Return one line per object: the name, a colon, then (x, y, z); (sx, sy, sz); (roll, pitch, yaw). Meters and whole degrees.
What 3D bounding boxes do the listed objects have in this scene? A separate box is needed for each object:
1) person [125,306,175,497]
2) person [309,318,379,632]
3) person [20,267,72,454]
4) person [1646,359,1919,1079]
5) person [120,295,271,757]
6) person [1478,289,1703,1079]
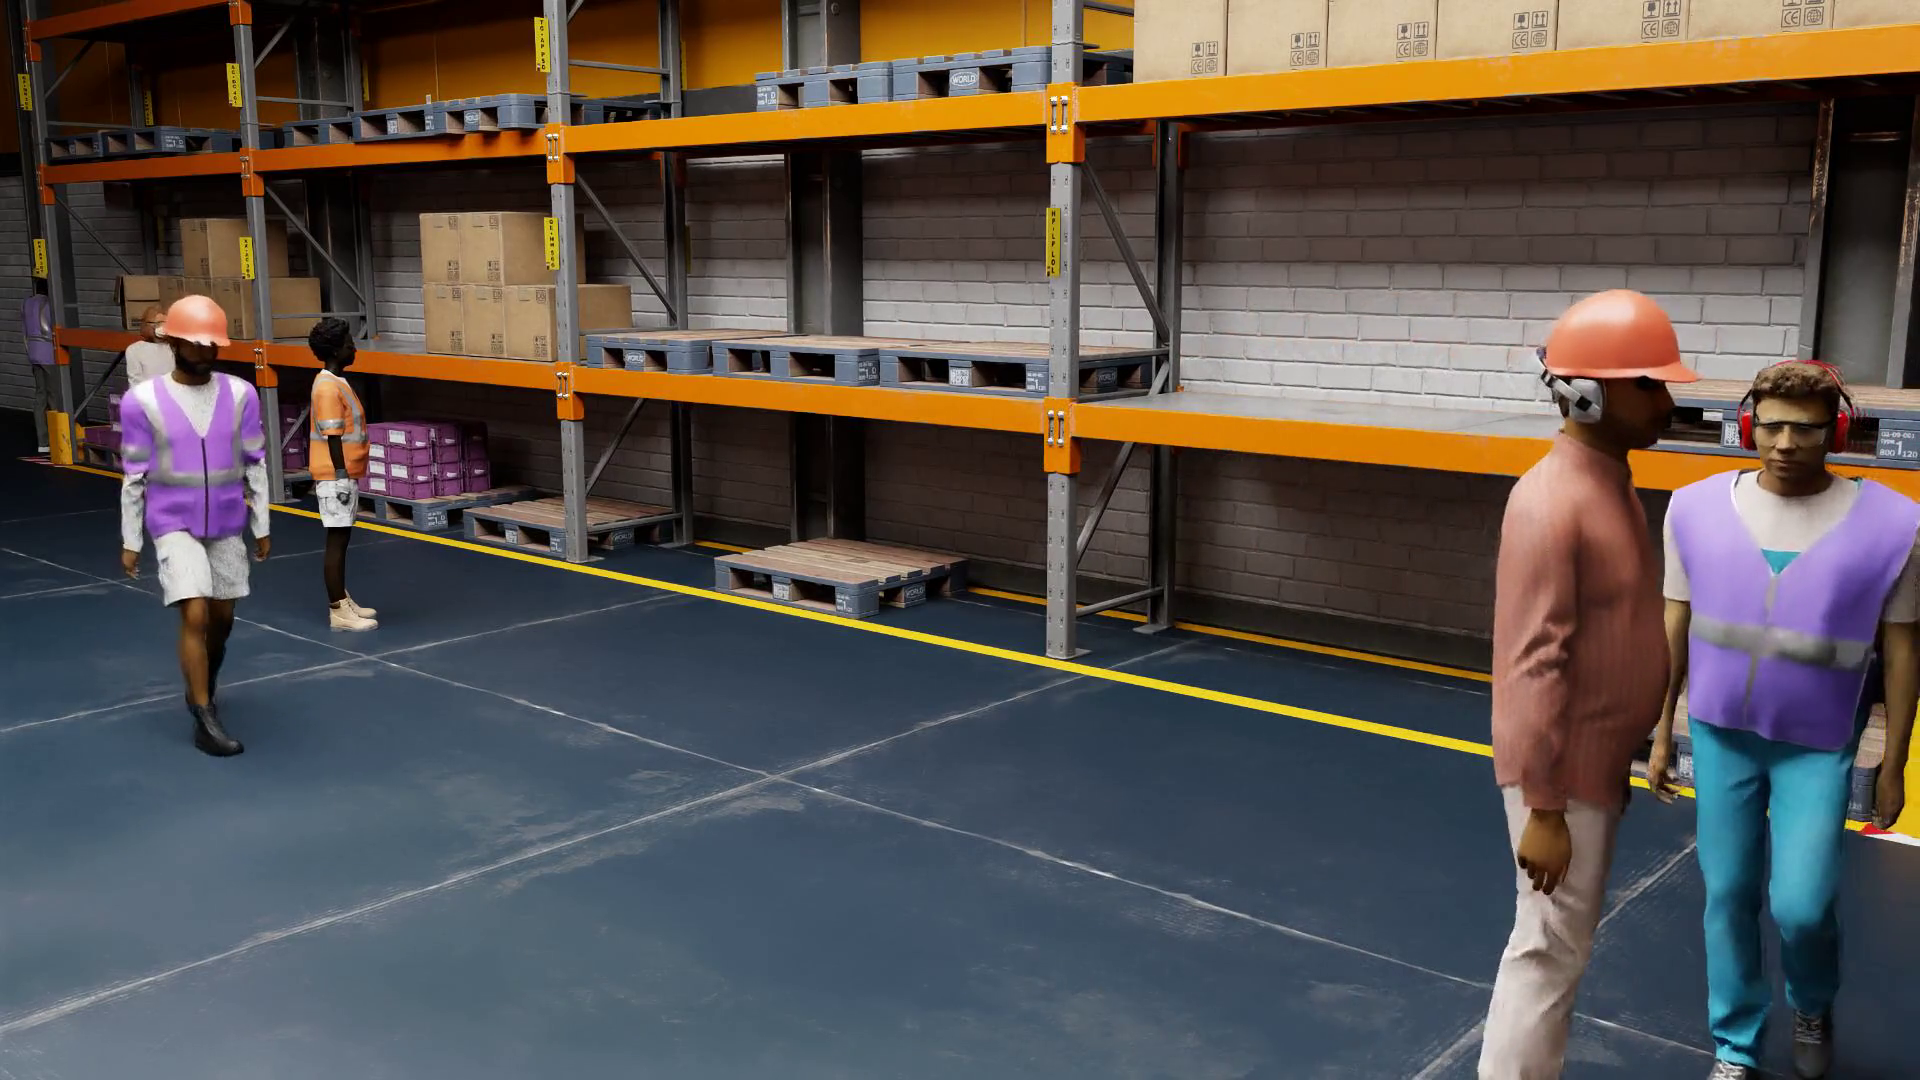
person: (-6.244, -1.012, 13.030); (0.281, 1.625, 0.497); (8, 13, 39)
person: (-3.376, -0.354, 9.068); (0.318, 1.700, 0.535); (-3, 10, -18)
person: (-9.161, -1.812, 16.747); (0.586, 1.917, 0.381); (5, 11, 28)
person: (1.934, 0.479, 3.956); (0.567, 1.823, 0.441); (8, 13, 37)
person: (-3.247, -0.089, 7.031); (0.588, 1.898, 0.869); (-8, 13, -39)
person: (1.315, 0.472, 3.540); (0.386, 1.998, 0.623); (6, 12, 31)
